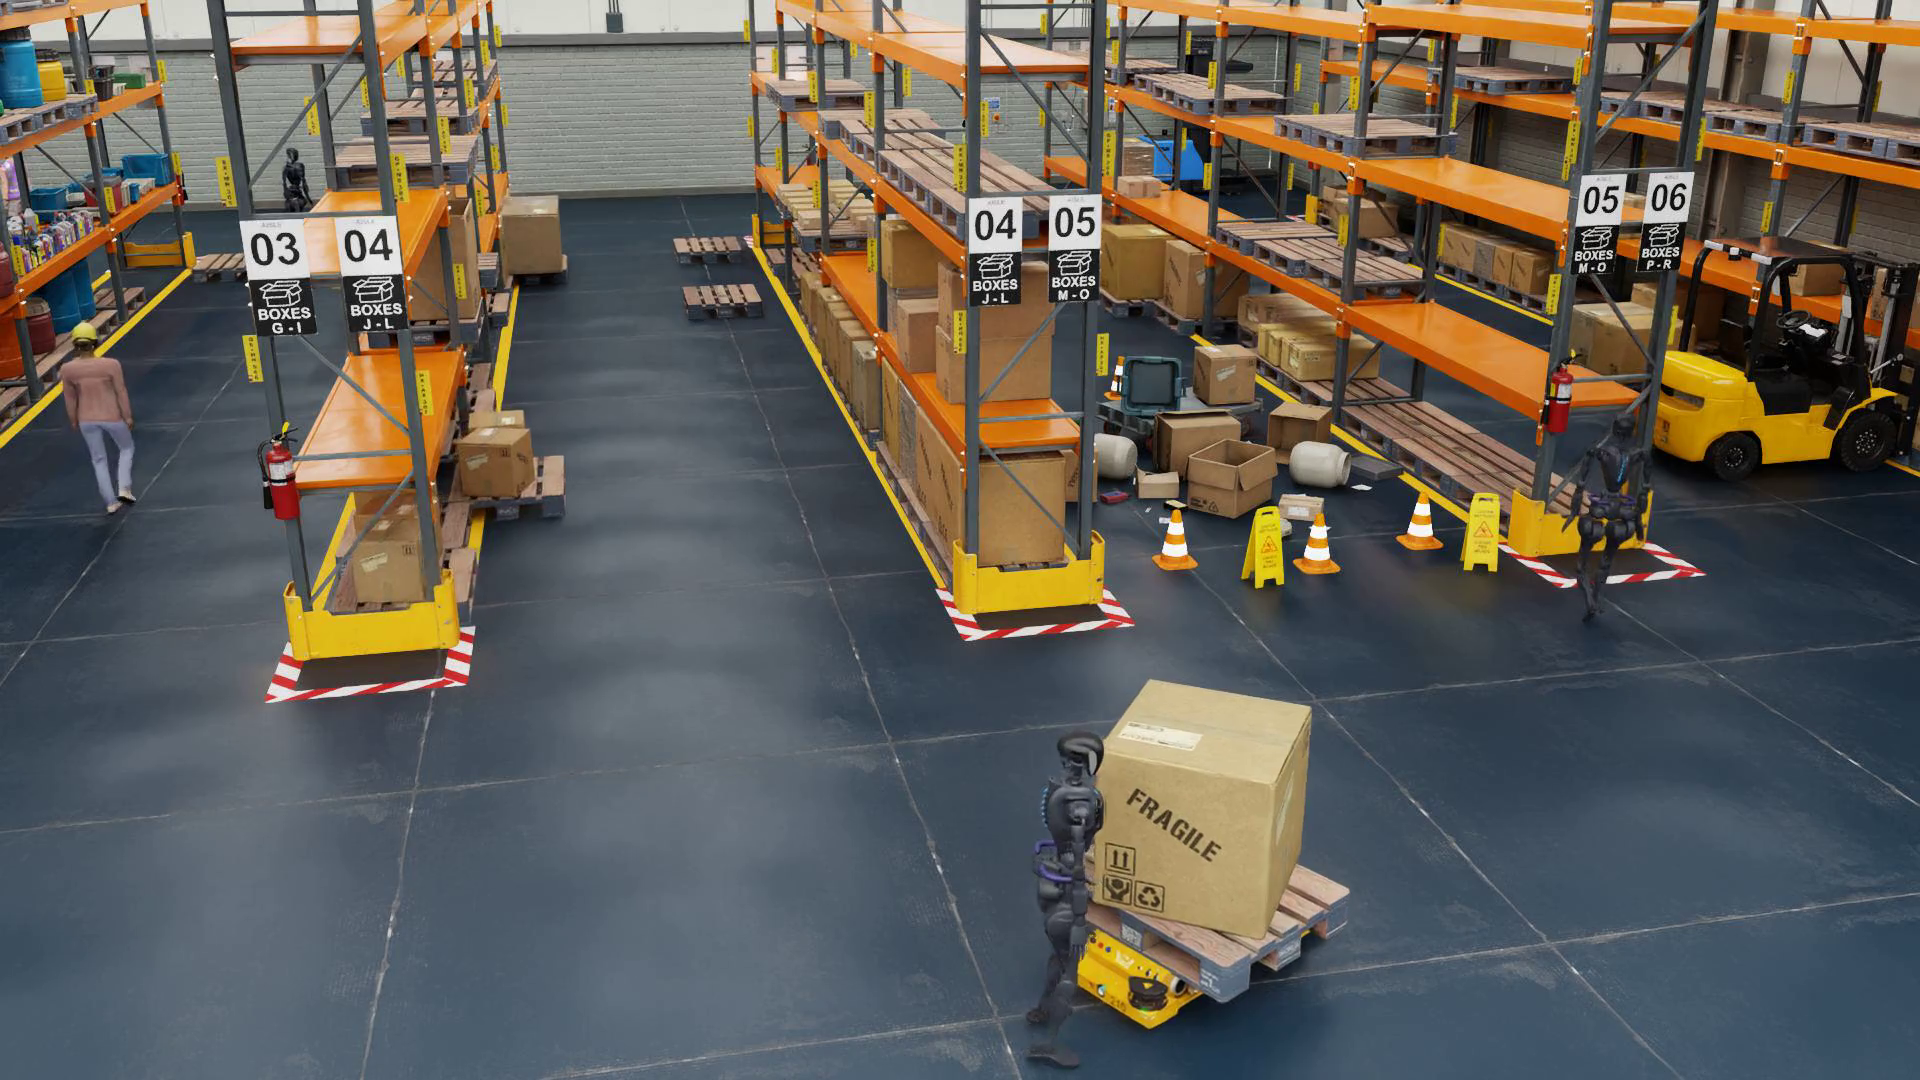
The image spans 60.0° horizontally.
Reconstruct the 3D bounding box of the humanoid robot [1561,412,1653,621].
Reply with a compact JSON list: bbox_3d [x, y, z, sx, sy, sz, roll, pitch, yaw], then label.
[{"bbox_3d":[4.935,-0.176,12.684,0.608,1.640,0.525,1,20,4],"label":"humanoid robot"}]

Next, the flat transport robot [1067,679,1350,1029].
[{"bbox_3d":[1.219,2.044,8.699,1.431,0.231,0.659,-17,26,-39],"label":"flat transport robot"}]

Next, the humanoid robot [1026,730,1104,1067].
[{"bbox_3d":[0.474,1.638,7.773,0.367,1.642,0.586,-2,20,-5],"label":"humanoid robot"}]

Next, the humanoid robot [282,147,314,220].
[{"bbox_3d":[-11.040,-5.682,27.576,0.781,1.639,0.614,6,21,16],"label":"humanoid robot"}]

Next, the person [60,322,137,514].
[{"bbox_3d":[-7.755,-1.099,15.020,0.556,1.749,0.397,-4,21,-11],"label":"person"}]

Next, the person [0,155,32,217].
[{"bbox_3d":[-15.367,-5.567,27.157,0.345,1.688,0.489,11,23,26],"label":"person"}]

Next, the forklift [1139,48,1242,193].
[{"bbox_3d":[4.566,-8.313,32.860,1.873,2.768,1.129,-4,21,-12],"label":"forklift"}]

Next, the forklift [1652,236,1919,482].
[{"bbox_3d":[8.013,-1.814,16.330,2.313,2.155,1.214,-4,21,-12],"label":"forklift"}]

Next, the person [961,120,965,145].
[{"bbox_3d":[0.159,-6.993,30.980,0.315,1.695,0.539,-1,20,-2],"label":"person"}]
